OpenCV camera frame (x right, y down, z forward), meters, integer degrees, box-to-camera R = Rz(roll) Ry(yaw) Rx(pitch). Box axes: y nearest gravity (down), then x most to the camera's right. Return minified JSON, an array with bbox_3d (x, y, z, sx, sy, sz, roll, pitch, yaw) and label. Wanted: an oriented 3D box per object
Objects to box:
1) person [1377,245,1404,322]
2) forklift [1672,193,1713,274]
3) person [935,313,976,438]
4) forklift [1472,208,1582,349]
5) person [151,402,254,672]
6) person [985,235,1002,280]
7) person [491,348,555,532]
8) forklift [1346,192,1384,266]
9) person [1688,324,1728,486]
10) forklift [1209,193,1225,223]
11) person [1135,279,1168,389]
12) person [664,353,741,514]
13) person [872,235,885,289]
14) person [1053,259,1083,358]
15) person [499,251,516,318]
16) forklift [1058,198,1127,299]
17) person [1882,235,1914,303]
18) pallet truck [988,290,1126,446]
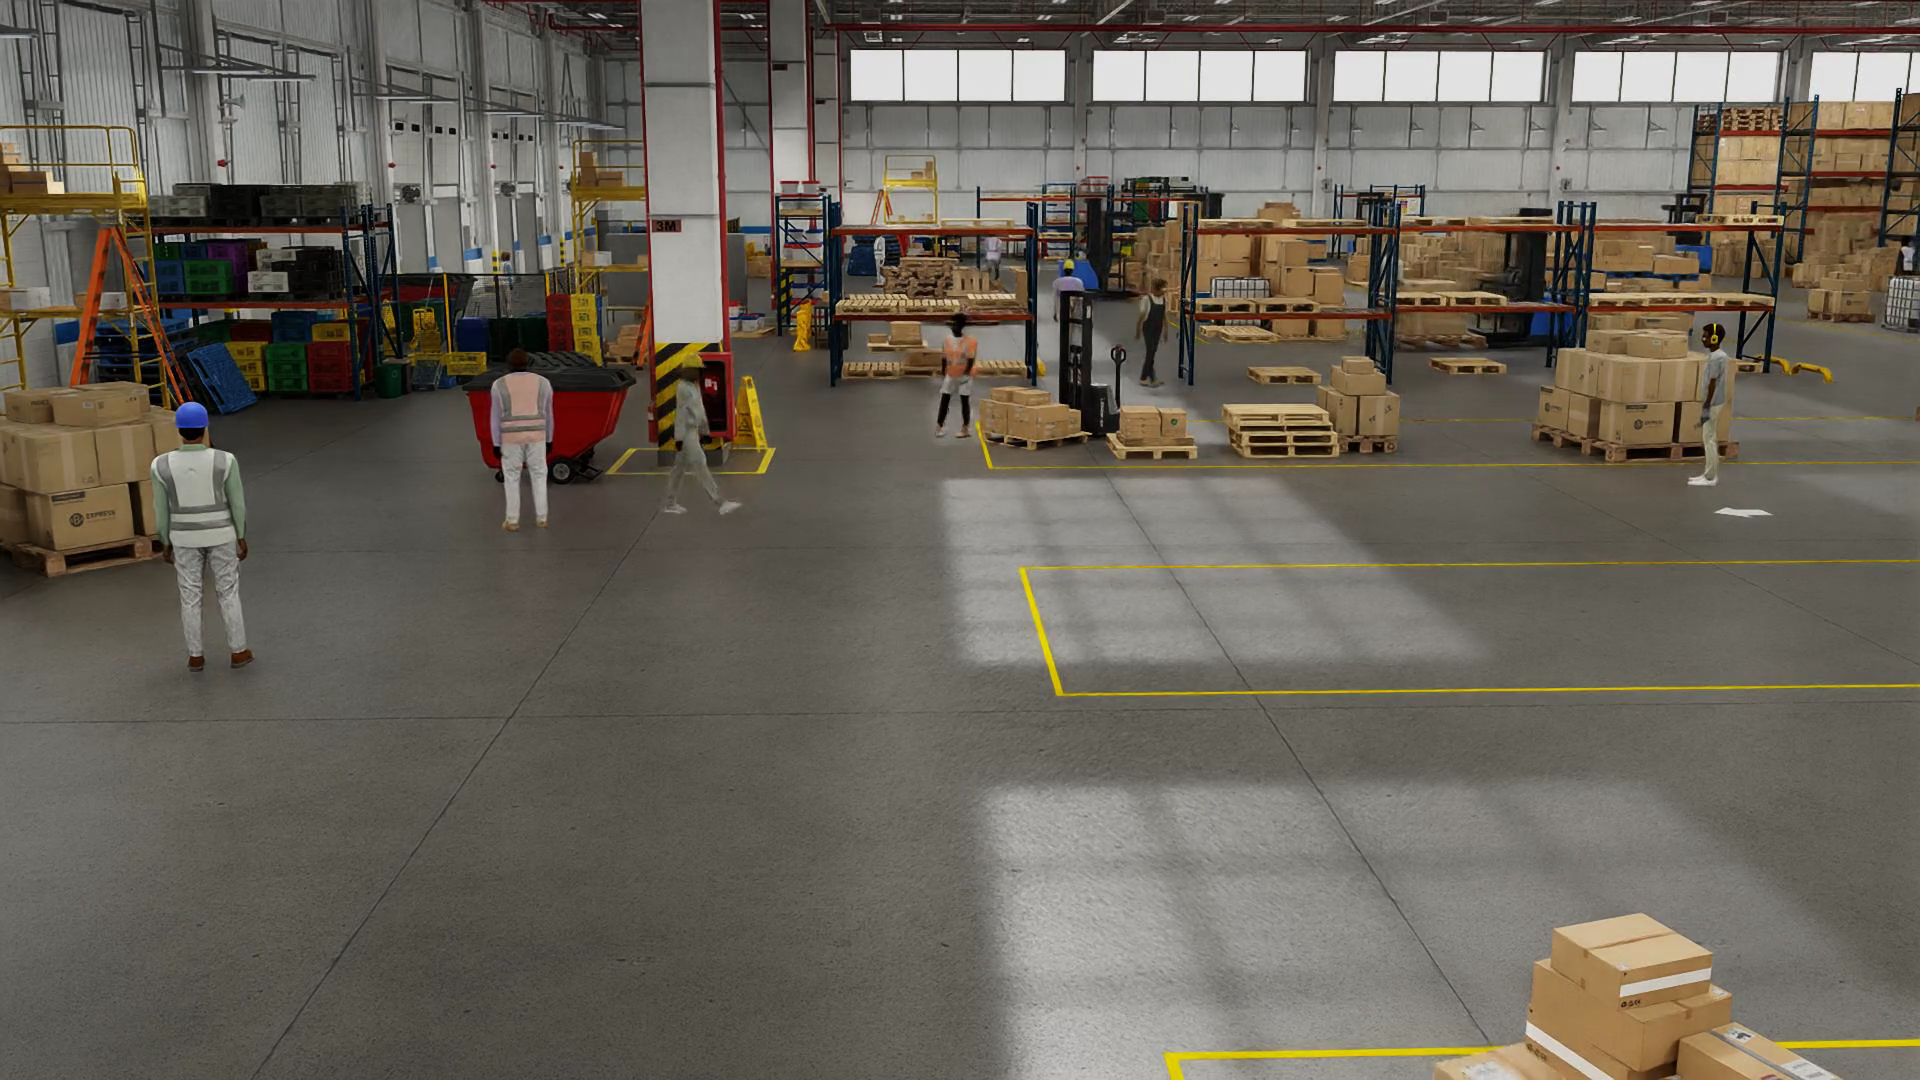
[{"bbox_3d":[9.760,-5.751,37.845,0.635,1.937,0.417,3,13,13],"label":"person"},{"bbox_3d":[24.797,-10.394,56.649,1.129,2.768,1.873,0,12,-2],"label":"forklift"},{"bbox_3d":[-0.056,-2.204,22.395,0.552,1.682,0.440,6,14,24],"label":"person"},{"bbox_3d":[11.569,-5.310,33.697,1.873,2.768,1.129,0,12,-2],"label":"forklift"},{"bbox_3d":[-5.418,-0.017,11.918,0.602,1.948,0.385,-4,13,-16],"label":"person"},{"bbox_3d":[1.014,-8.693,51.175,0.554,1.911,0.678,3,13,14],"label":"person"},{"bbox_3d":[-4.369,-1.003,16.653,0.630,1.831,0.429,-6,14,-24],"label":"person"},{"bbox_3d":[14.687,-11.098,59.826,1.129,2.768,1.873,0,12,-2],"label":"forklift"},{"bbox_3d":[8.573,-1.538,19.003,0.325,1.859,0.512,7,14,27],"label":"person"},{"bbox_3d":[8.712,-10.418,56.760,1.873,2.768,1.129,4,13,17],"label":"forklift"},{"bbox_3d":[3.252,-3.415,27.598,0.552,1.799,0.876,-7,14,-30],"label":"person"},{"bbox_3d":[-2.732,-1.100,17.359,0.887,1.691,0.510,1,13,7],"label":"person"},{"bbox_3d":[-2.488,-8.687,51.217,0.356,1.882,0.574,-5,14,-23],"label":"person"},{"bbox_3d":[2.085,-4.431,31.969,0.596,1.902,0.809,1,12,2],"label":"person"},{"bbox_3d":[-11.136,-6.259,40.828,0.313,1.634,0.515,-10,16,-37],"label":"person"},{"bbox_3d":[3.726,-8.210,46.788,1.873,2.768,1.129,0,12,-2],"label":"forklift"},{"bbox_3d":[25.581,-7.312,45.019,0.600,1.882,0.943,-9,15,-34],"label":"person"},{"bbox_3d":[1.257,-2.299,22.111,1.885,1.965,0.823,-9,15,-35],"label":"pallet truck"}]
